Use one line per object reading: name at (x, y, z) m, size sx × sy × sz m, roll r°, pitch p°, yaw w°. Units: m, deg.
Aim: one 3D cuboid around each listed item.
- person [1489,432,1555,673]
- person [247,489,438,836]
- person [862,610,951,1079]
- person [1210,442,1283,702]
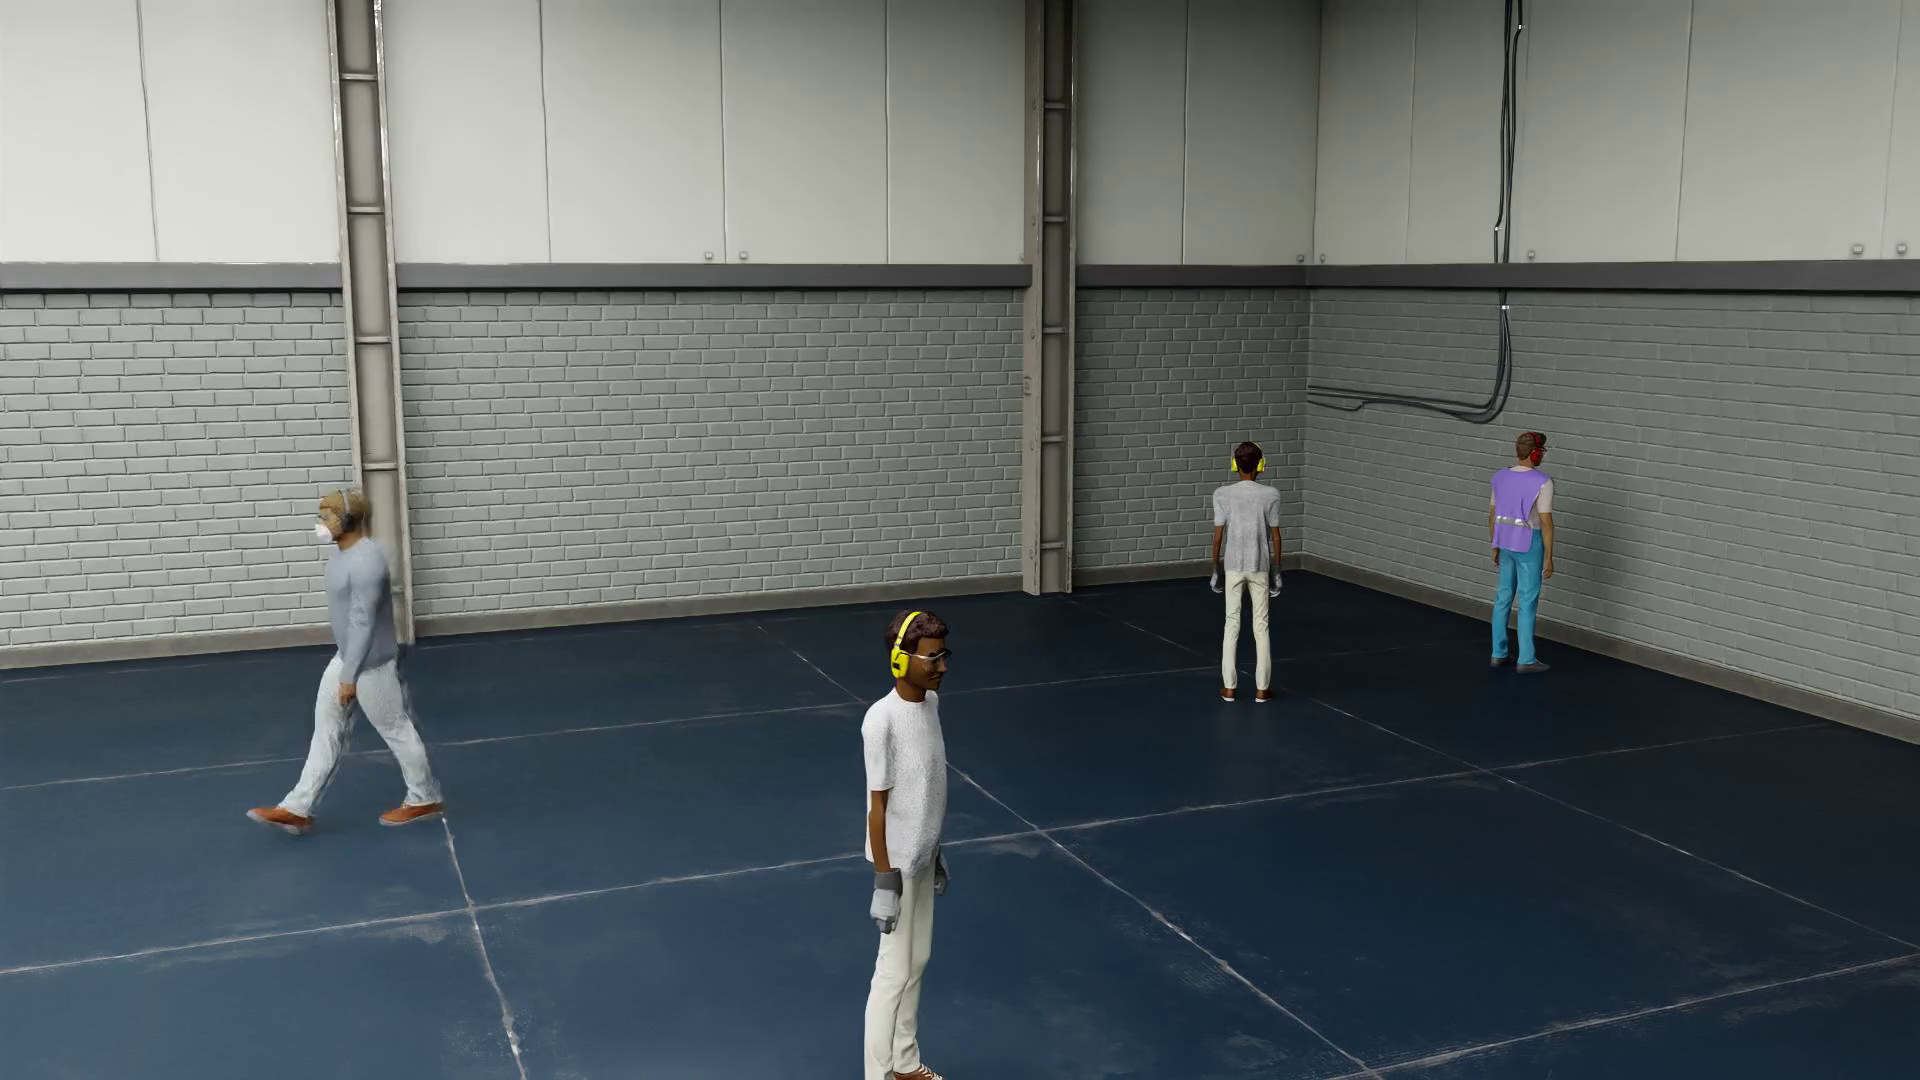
person at (4.292, 0.092, 12.750) m, size 0.372 × 1.843 × 0.570 m, roll -5°, pitch 10°, yaw -30°
person at (-3.321, 0.675, 8.944) m, size 1.000 × 1.885 × 0.658 m, roll -6°, pitch 11°, yaw -35°
person at (-0.173, 1.165, 5.954) m, size 0.311 × 1.865 × 0.532 m, roll 3°, pitch 10°, yaw 21°
person at (2.041, 0.228, 11.843) m, size 0.519 × 1.865 × 0.326 m, roll 2°, pitch 9°, yaw 13°
